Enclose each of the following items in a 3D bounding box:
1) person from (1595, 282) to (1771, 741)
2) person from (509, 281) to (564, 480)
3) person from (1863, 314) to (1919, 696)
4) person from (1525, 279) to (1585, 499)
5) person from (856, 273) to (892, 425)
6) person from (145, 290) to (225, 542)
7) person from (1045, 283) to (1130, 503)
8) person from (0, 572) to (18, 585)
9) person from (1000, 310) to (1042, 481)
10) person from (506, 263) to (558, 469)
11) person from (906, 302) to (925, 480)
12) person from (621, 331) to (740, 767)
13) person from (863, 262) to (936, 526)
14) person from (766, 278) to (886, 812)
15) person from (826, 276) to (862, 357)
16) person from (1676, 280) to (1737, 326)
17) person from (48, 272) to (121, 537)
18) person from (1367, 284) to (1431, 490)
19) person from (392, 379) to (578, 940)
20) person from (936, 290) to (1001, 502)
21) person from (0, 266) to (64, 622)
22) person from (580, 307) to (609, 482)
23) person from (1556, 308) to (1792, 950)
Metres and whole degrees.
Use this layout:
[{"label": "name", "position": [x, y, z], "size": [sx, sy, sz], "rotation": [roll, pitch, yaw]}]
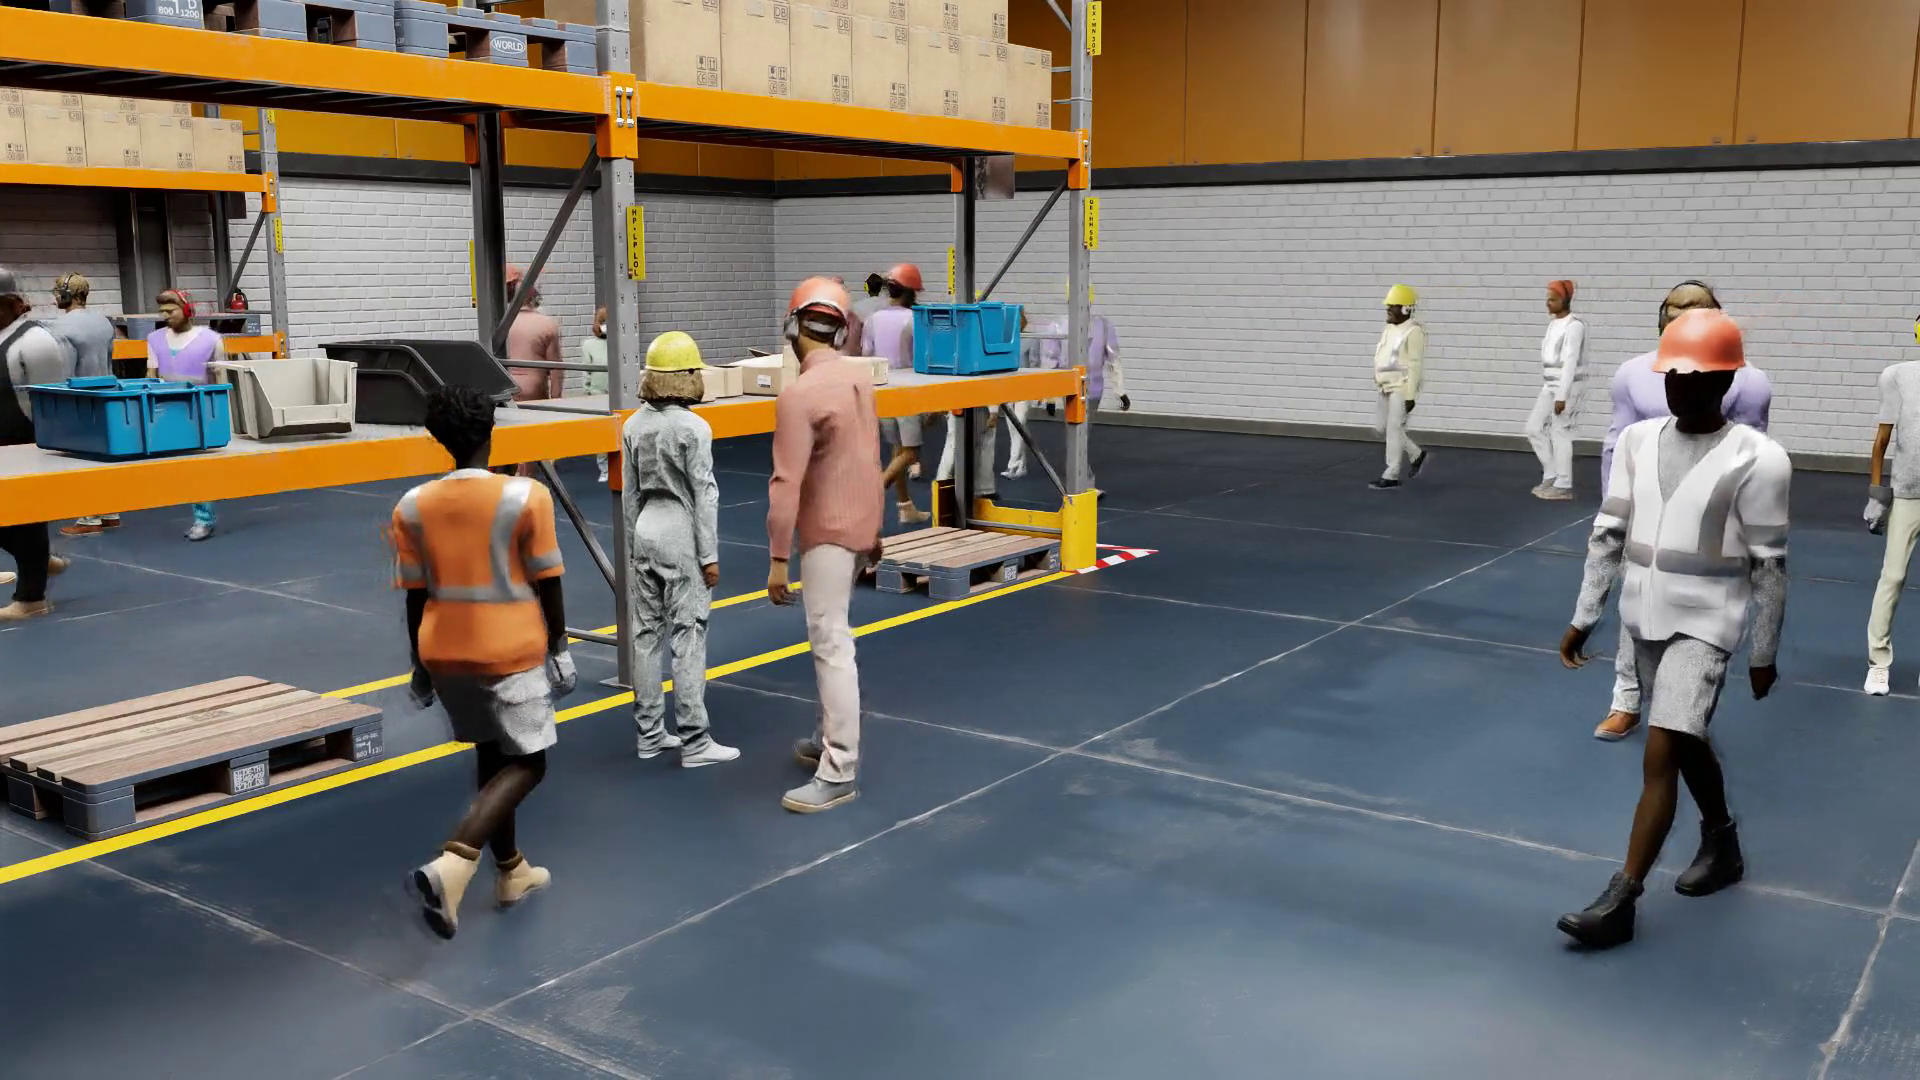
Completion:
[{"label": "person", "position": [2.964, -0.091, 6.885], "size": [0.635, 1.936, 0.355], "rotation": [7, 12, 37]}, {"label": "person", "position": [-3.684, -1.240, 13.968], "size": [0.711, 1.870, 0.678], "rotation": [-1, 10, -6]}, {"label": "person", "position": [4.486, -0.193, 7.694], "size": [0.532, 1.870, 0.315], "rotation": [2, 10, 13]}, {"label": "person", "position": [5.035, -1.256, 14.027], "size": [0.469, 1.865, 0.602], "rotation": [0, 10, 0]}, {"label": "person", "position": [-1.047, -2.315, 20.333], "size": [0.537, 1.869, 0.314], "rotation": [-4, 10, -22]}, {"label": "person", "position": [-5.635, -0.893, 12.048], "size": [0.557, 1.812, 0.625], "rotation": [2, 10, 13]}, {"label": "person", "position": [1.054, -1.222, 13.824], "size": [0.608, 1.870, 0.992], "rotation": [-4, 10, -21]}, {"label": "person", "position": [-6.230, -0.625, 10.352], "size": [0.621, 1.845, 0.429], "rotation": [6, 11, 31]}, {"label": "person", "position": [0.446, -1.346, 15.305], "size": [0.528, 1.608, 0.671], "rotation": [7, 12, 35]}, {"label": "person", "position": [-4.061, -1.568, 15.450], "size": [0.617, 2.018, 0.744], "rotation": [5, 11, 27]}, {"label": "person", "position": [-0.464, -1.391, 15.491], "size": [0.537, 1.651, 0.885], "rotation": [-4, 10, -22]}, {"label": "person", "position": [-1.144, 0.036, 6.704], "size": [0.487, 1.744, 0.312], "rotation": [7, 12, 37]}, {"label": "person", "position": [-0.492, -1.063, 12.444], "size": [0.615, 2.022, 0.852], "rotation": [8, 12, 39]}, {"label": "person", "position": [-0.555, 0.003, 6.314], "size": [0.491, 1.965, 0.718], "rotation": [3, 10, 18]}, {"label": "person", "position": [-1.146, -1.417, 14.946], "size": [0.645, 1.890, 0.456], "rotation": [-6, 11, -32]}, {"label": "person", "position": [5.883, -1.082, 13.001], "size": [0.752, 1.878, 0.384], "rotation": [-2, 10, -14]}, {"label": "person", "position": [-6.451, -0.989, 12.232], "size": [0.372, 1.940, 0.630], "rotation": [1, 10, 4]}, {"label": "person", "position": [3.917, -1.348, 14.725], "size": [0.555, 1.818, 0.610], "rotation": [-2, 10, -10]}, {"label": "person", "position": [-1.464, 0.362, 4.965], "size": [0.537, 1.668, 0.677], "rotation": [3, 10, 18]}, {"label": "person", "position": [0.050, -1.147, 13.650], "size": [0.614, 1.794, 0.893], "rotation": [5, 11, 28]}, {"label": "person", "position": [-5.377, -0.562, 9.388], "size": [0.684, 2.000, 0.573], "rotation": [4, 10, 22]}, {"label": "person", "position": [-3.234, -1.359, 15.408], "size": [0.517, 1.609, 0.581], "rotation": [-1, 10, -6]}, {"label": "person", "position": [2.189, 0.248, 5.057], "size": [1.011, 1.890, 0.550], "rotation": [-5, 11, -29]}]
